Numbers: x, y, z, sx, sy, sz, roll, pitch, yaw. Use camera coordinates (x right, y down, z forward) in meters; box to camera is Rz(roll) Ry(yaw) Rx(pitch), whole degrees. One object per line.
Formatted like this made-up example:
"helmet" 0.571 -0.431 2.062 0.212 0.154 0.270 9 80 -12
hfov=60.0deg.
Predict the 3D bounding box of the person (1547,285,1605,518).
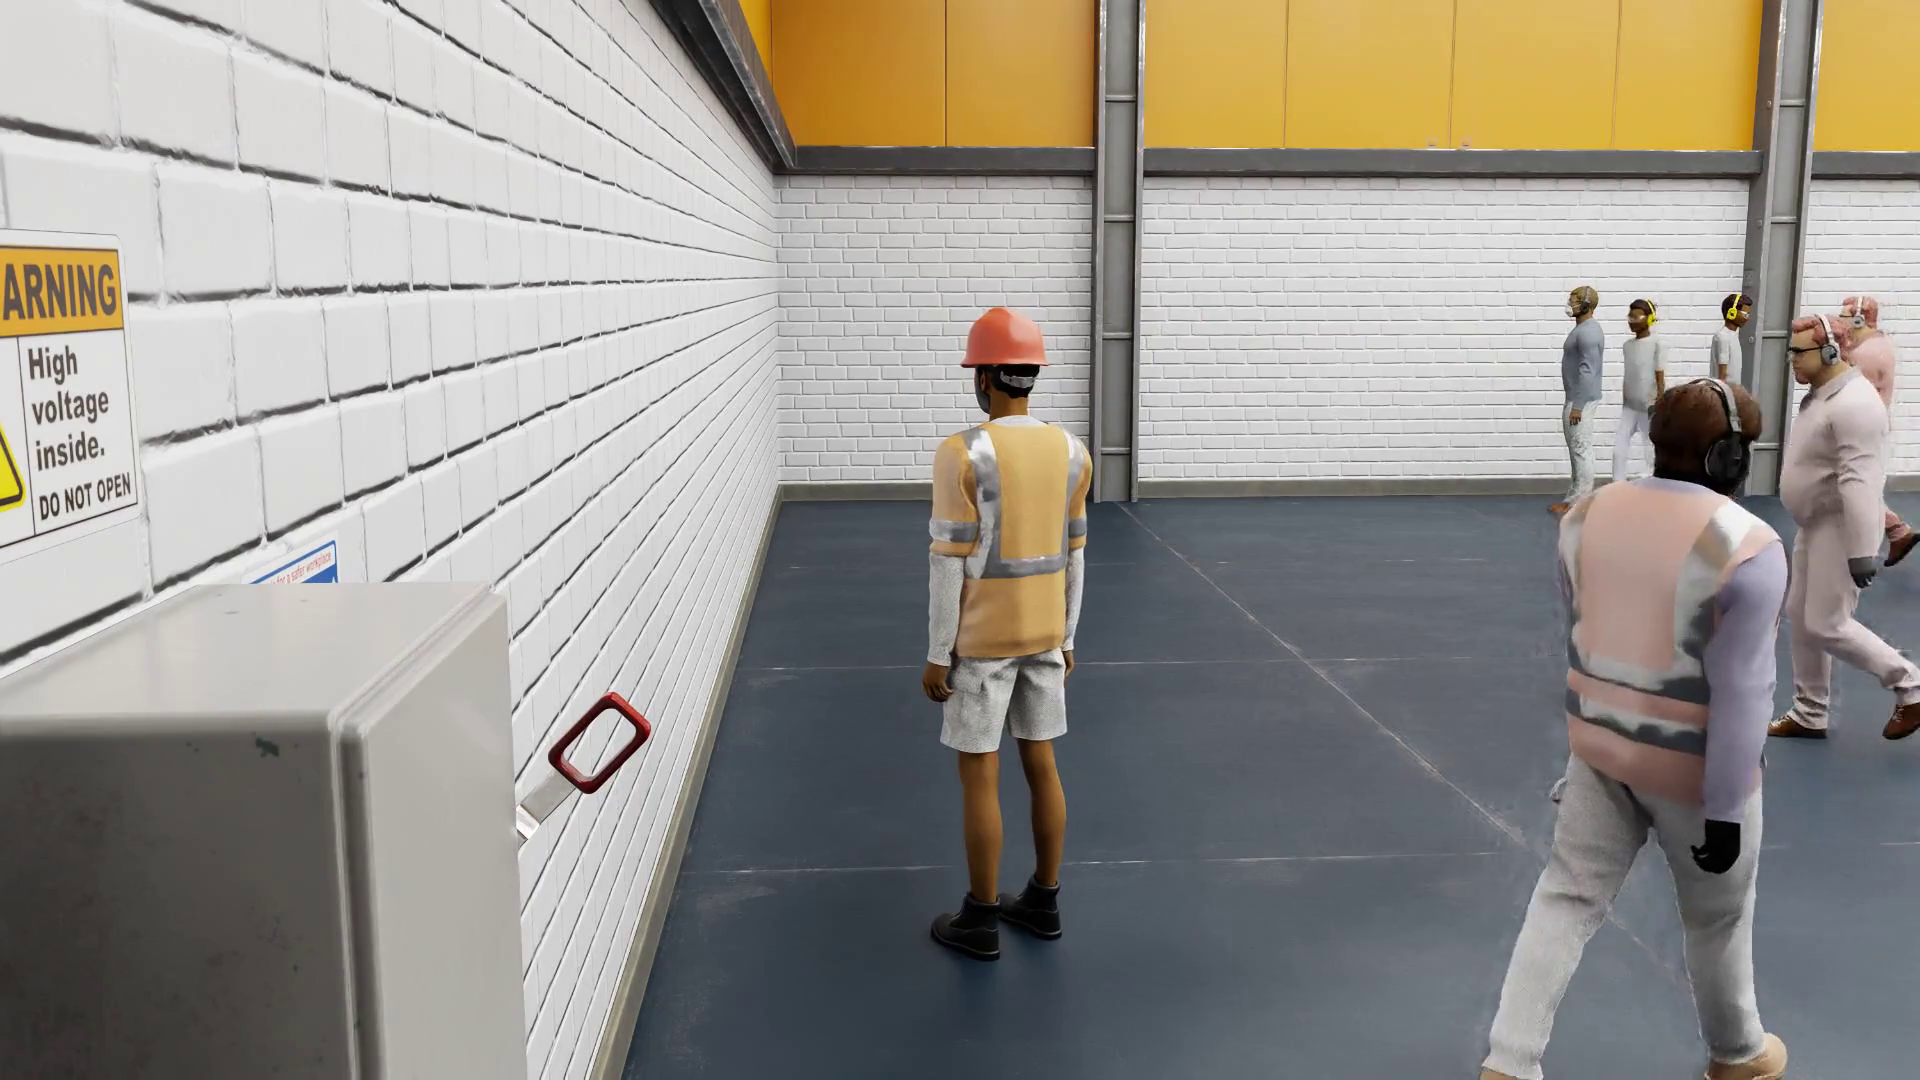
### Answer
"person" 5.149 -1.143 13.856 0.372 1.940 0.632 2 9 15

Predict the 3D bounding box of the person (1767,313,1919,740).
"person" 3.807 -0.025 7.078 0.624 1.875 0.651 2 9 14

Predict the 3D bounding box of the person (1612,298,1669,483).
"person" 5.751 -1.093 13.887 0.836 1.840 0.518 -4 10 -25

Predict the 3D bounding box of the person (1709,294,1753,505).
"person" 6.615 -1.182 14.350 0.329 1.861 0.511 4 10 25

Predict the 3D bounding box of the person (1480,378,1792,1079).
"person" 1.629 0.514 3.928 0.996 1.799 0.626 -5 10 -29

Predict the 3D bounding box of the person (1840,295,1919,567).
"person" 6.098 -0.687 11.141 0.558 1.890 0.659 6 11 32

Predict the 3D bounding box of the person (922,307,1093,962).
"person" 0.127 0.277 4.988 0.544 1.932 0.375 -6 11 -34
